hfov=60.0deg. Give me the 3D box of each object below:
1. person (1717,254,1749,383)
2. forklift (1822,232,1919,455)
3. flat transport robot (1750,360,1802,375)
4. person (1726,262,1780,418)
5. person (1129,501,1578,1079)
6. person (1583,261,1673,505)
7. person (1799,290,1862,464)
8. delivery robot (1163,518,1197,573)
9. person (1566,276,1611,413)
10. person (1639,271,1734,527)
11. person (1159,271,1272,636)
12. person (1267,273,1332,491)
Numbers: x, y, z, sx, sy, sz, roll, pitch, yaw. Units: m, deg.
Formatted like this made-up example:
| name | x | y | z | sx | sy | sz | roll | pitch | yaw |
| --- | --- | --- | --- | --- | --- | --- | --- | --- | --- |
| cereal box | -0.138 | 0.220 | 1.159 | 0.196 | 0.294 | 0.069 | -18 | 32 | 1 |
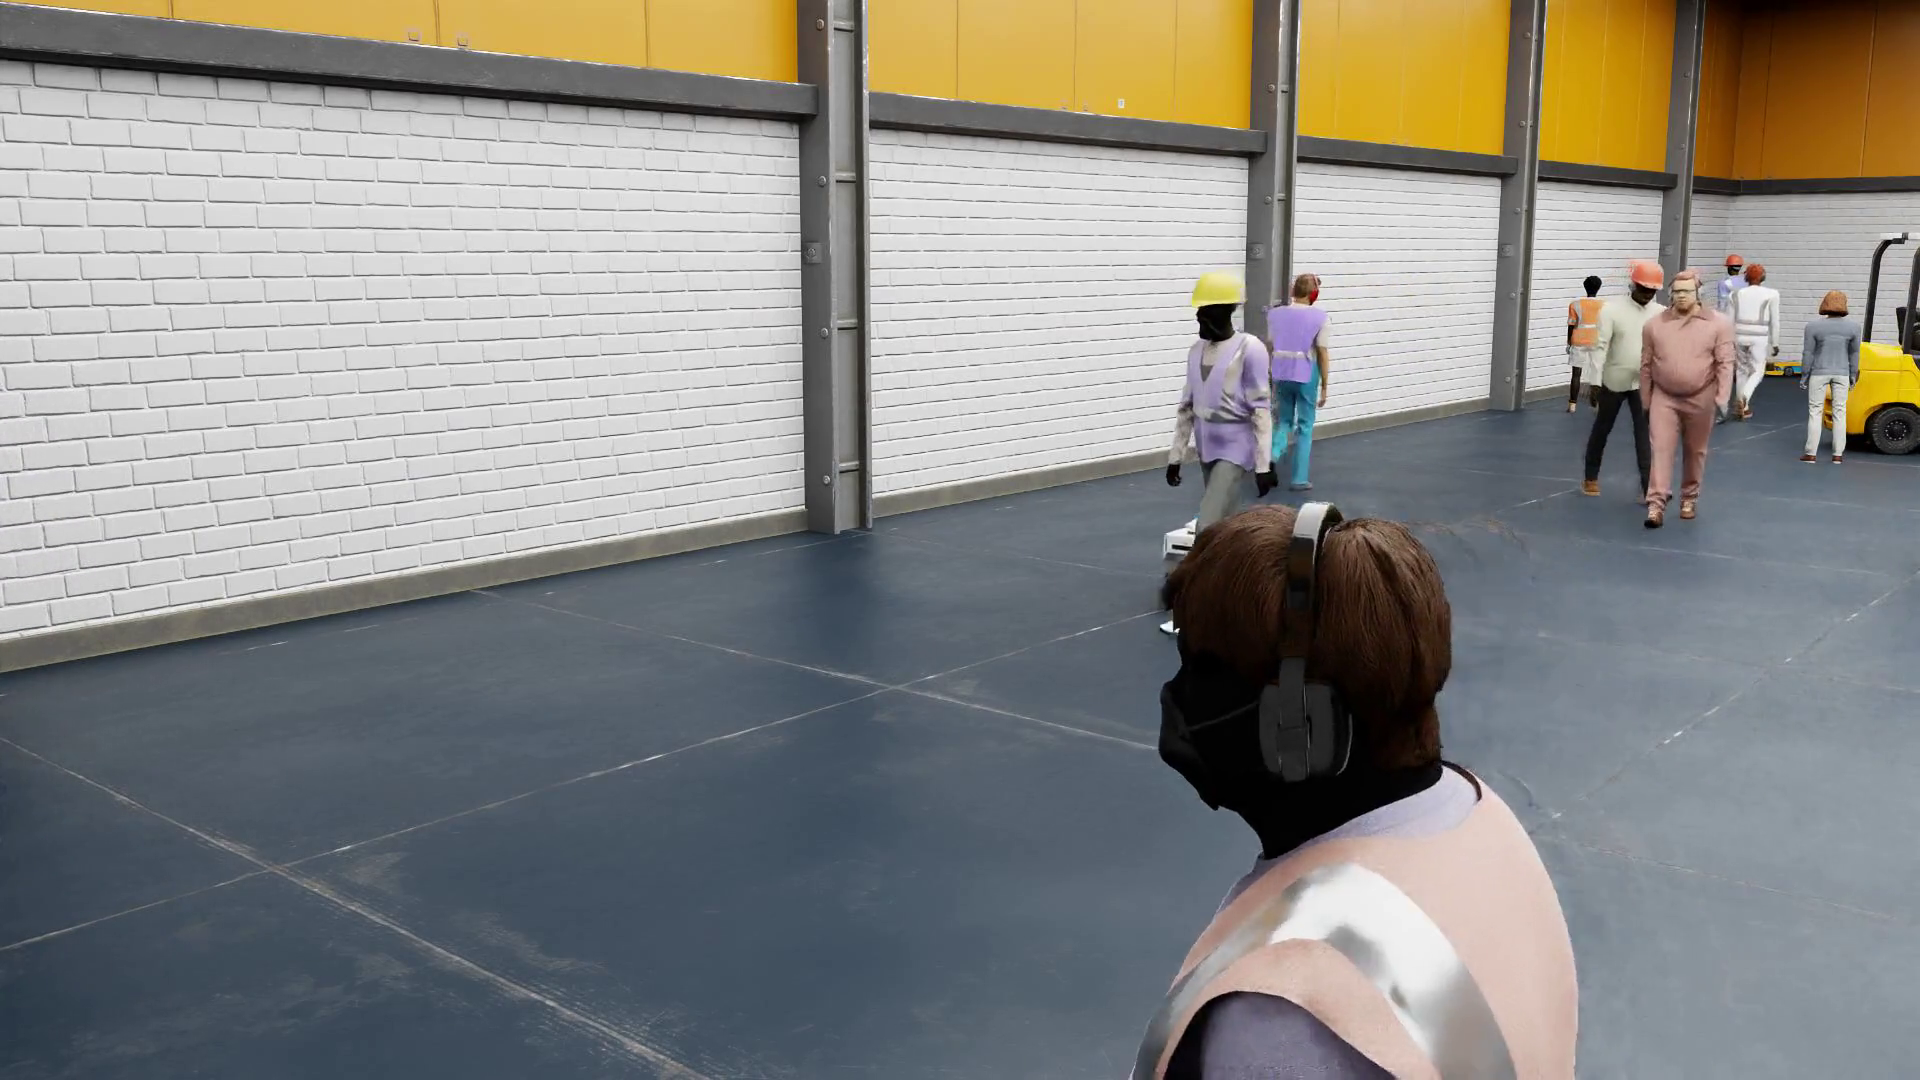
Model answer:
| name | x | y | z | sx | sy | sz | roll | pitch | yaw |
| --- | --- | --- | --- | --- | --- | --- | --- | --- | --- |
| person | 11.582 | -3.319 | 24.998 | 0.551 | 1.934 | 0.373 | -2 | 10 | -13 |
| forklift | 9.955 | -1.972 | 16.595 | 2.313 | 2.155 | 1.214 | 1 | 10 | 8 |
| flat transport robot | 13.343 | -2.757 | 26.539 | 1.431 | 0.197 | 0.652 | -1 | 10 | -6 |
| person | 9.317 | -2.340 | 19.650 | 0.588 | 1.860 | 0.730 | 10 | 14 | 43 |
| person | 0.221 | 0.856 | 1.592 | 0.900 | 1.803 | 0.660 | 5 | 11 | 28 |
| person | 5.346 | -1.254 | 13.277 | 0.698 | 1.923 | 1.053 | -1 | 10 | -5 |
| person | 8.193 | -1.532 | 15.687 | 0.500 | 1.633 | 0.280 | 2 | 10 | 13 |
| delivery robot | 1.466 | 0.026 | 9.616 | 0.477 | 0.478 | 0.707 | 7 | 12 | 34 |
| person | 7.736 | -2.400 | 20.468 | 0.532 | 1.690 | 0.319 | 2 | 10 | 13 |
| person | 5.311 | -1.032 | 12.215 | 0.650 | 1.858 | 0.991 | 5 | 11 | 28 |
| person | 1.276 | -0.443 | 8.711 | 0.828 | 1.893 | 0.622 | -5 | 11 | -25 |
| person | 2.771 | -1.292 | 13.777 | 0.585 | 1.821 | 0.510 | 7 | 12 | 35 |
